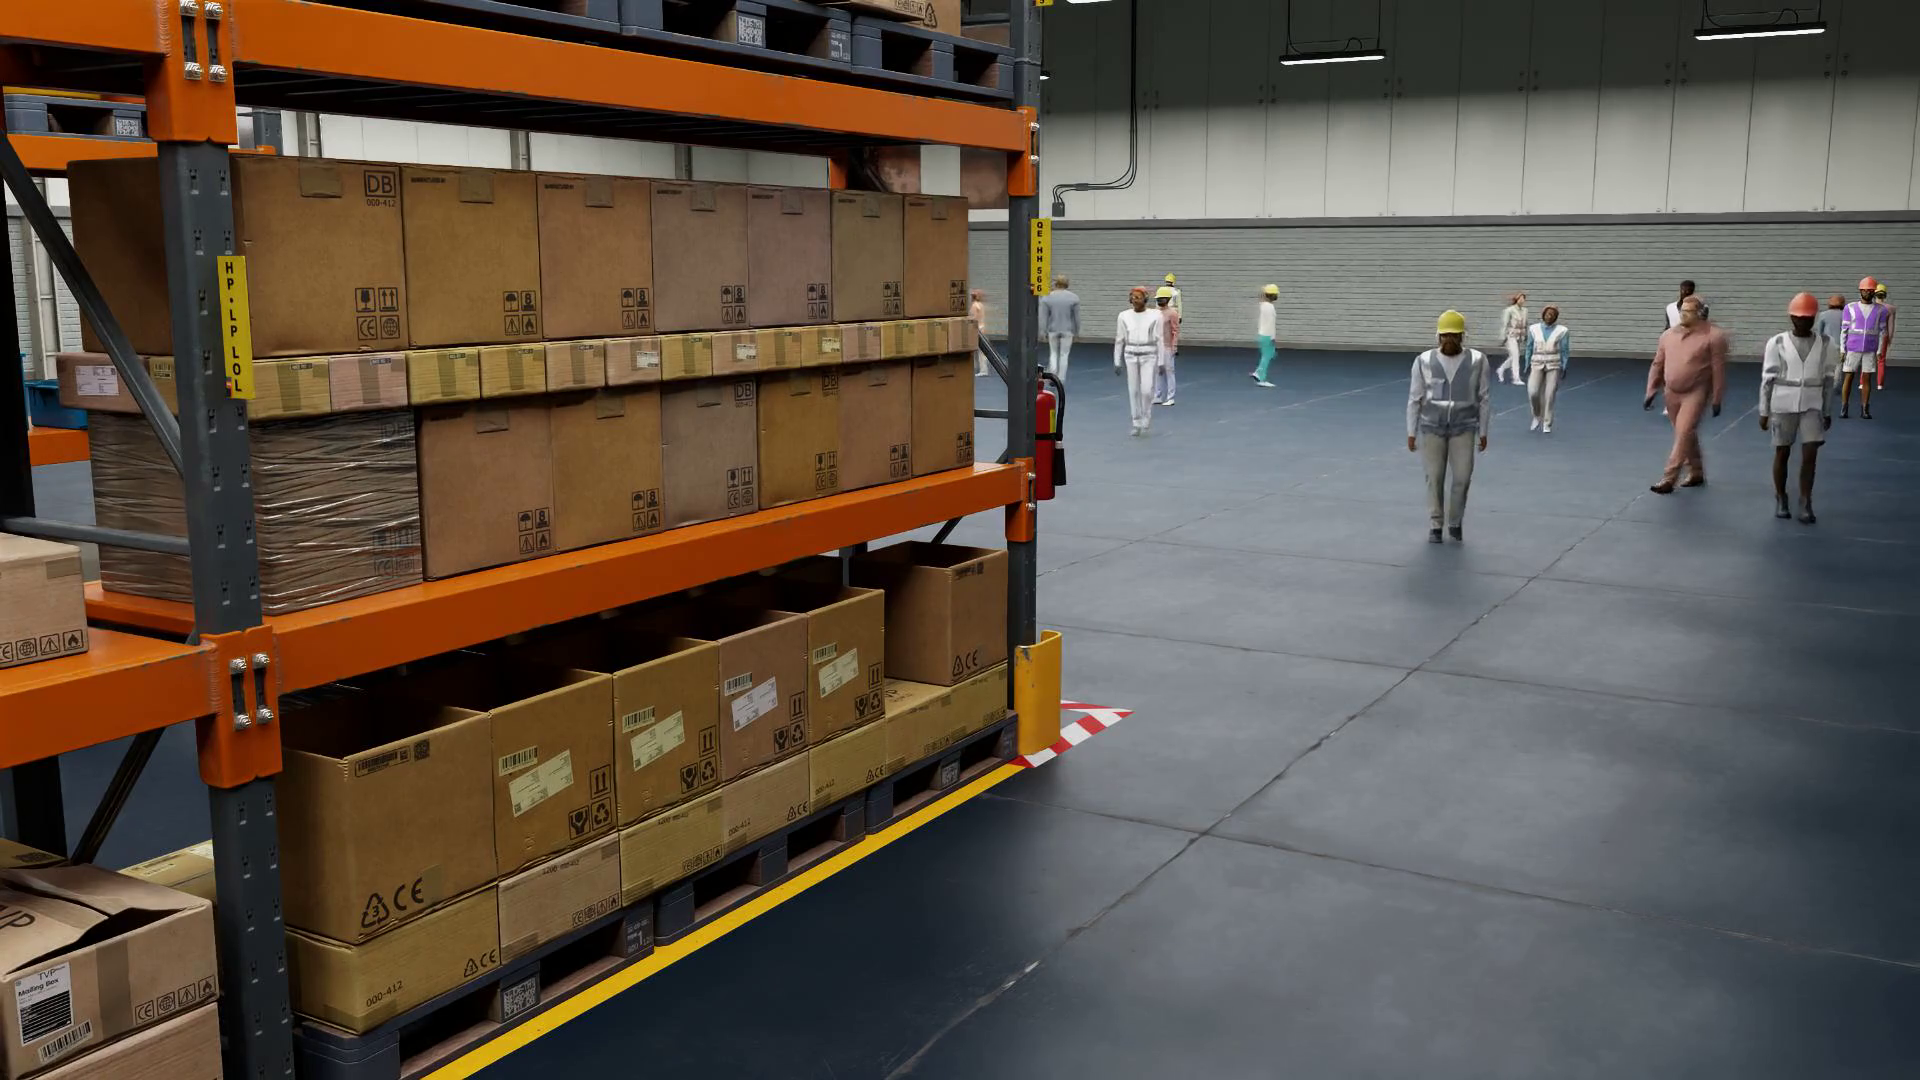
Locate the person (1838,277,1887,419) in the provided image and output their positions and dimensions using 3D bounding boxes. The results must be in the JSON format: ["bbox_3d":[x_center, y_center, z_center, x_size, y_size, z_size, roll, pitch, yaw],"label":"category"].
[{"bbox_3d":[12.370,-2.626,22.806,0.545,1.942,0.350,4,10,21],"label":"person"}]

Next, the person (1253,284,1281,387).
[{"bbox_3d":[5.280,-3.487,28.396,0.358,1.756,0.536,1,10,4],"label":"person"}]

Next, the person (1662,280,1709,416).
[{"bbox_3d":[10.036,-2.653,23.085,0.594,1.896,0.594,8,13,39],"label":"person"}]

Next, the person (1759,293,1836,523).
[{"bbox_3d":[7.000,-1.090,13.895,0.579,1.904,0.831,3,10,17],"label":"person"}]

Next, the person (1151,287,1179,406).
[{"bbox_3d":[3.036,-2.887,24.842,0.326,1.769,0.524,-8,12,-38],"label":"person"}]

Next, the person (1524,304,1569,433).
[{"bbox_3d":[7.386,-2.152,20.950,0.539,1.621,0.385,5,11,26],"label":"person"}]

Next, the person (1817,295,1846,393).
[{"bbox_3d":[14.137,-3.161,26.918,0.493,1.595,0.737,5,11,28],"label":"person"}]

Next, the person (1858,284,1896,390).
[{"bbox_3d":[15.295,-3.382,27.777,0.517,1.757,0.335,3,10,19],"label":"person"}]

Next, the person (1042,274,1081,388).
[{"bbox_3d":[1.717,-3.494,27.938,0.643,1.918,0.513,2,10,11],"label":"person"}]

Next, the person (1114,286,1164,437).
[{"bbox_3d":[2.189,-2.190,20.476,0.604,1.858,0.652,3,10,18],"label":"person"}]

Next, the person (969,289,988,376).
[{"bbox_3d":[0.208,-3.826,30.776,0.685,1.614,0.538,3,10,16],"label":"person"}]

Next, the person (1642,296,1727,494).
[{"bbox_3d":[6.887,-1.384,15.811,1.019,1.853,0.652,-6,12,-33],"label":"person"}]

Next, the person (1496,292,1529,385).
[{"bbox_3d":[9.634,-3.521,28.997,0.531,1.621,0.718,-5,11,-28],"label":"person"}]

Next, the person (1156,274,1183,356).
[{"bbox_3d":[4.664,-4.997,37.003,0.600,1.832,0.404,4,10,22],"label":"person"}]

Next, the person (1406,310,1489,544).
[{"bbox_3d":[3.749,-0.856,12.812,0.616,1.810,0.548,3,10,17],"label":"person"}]
